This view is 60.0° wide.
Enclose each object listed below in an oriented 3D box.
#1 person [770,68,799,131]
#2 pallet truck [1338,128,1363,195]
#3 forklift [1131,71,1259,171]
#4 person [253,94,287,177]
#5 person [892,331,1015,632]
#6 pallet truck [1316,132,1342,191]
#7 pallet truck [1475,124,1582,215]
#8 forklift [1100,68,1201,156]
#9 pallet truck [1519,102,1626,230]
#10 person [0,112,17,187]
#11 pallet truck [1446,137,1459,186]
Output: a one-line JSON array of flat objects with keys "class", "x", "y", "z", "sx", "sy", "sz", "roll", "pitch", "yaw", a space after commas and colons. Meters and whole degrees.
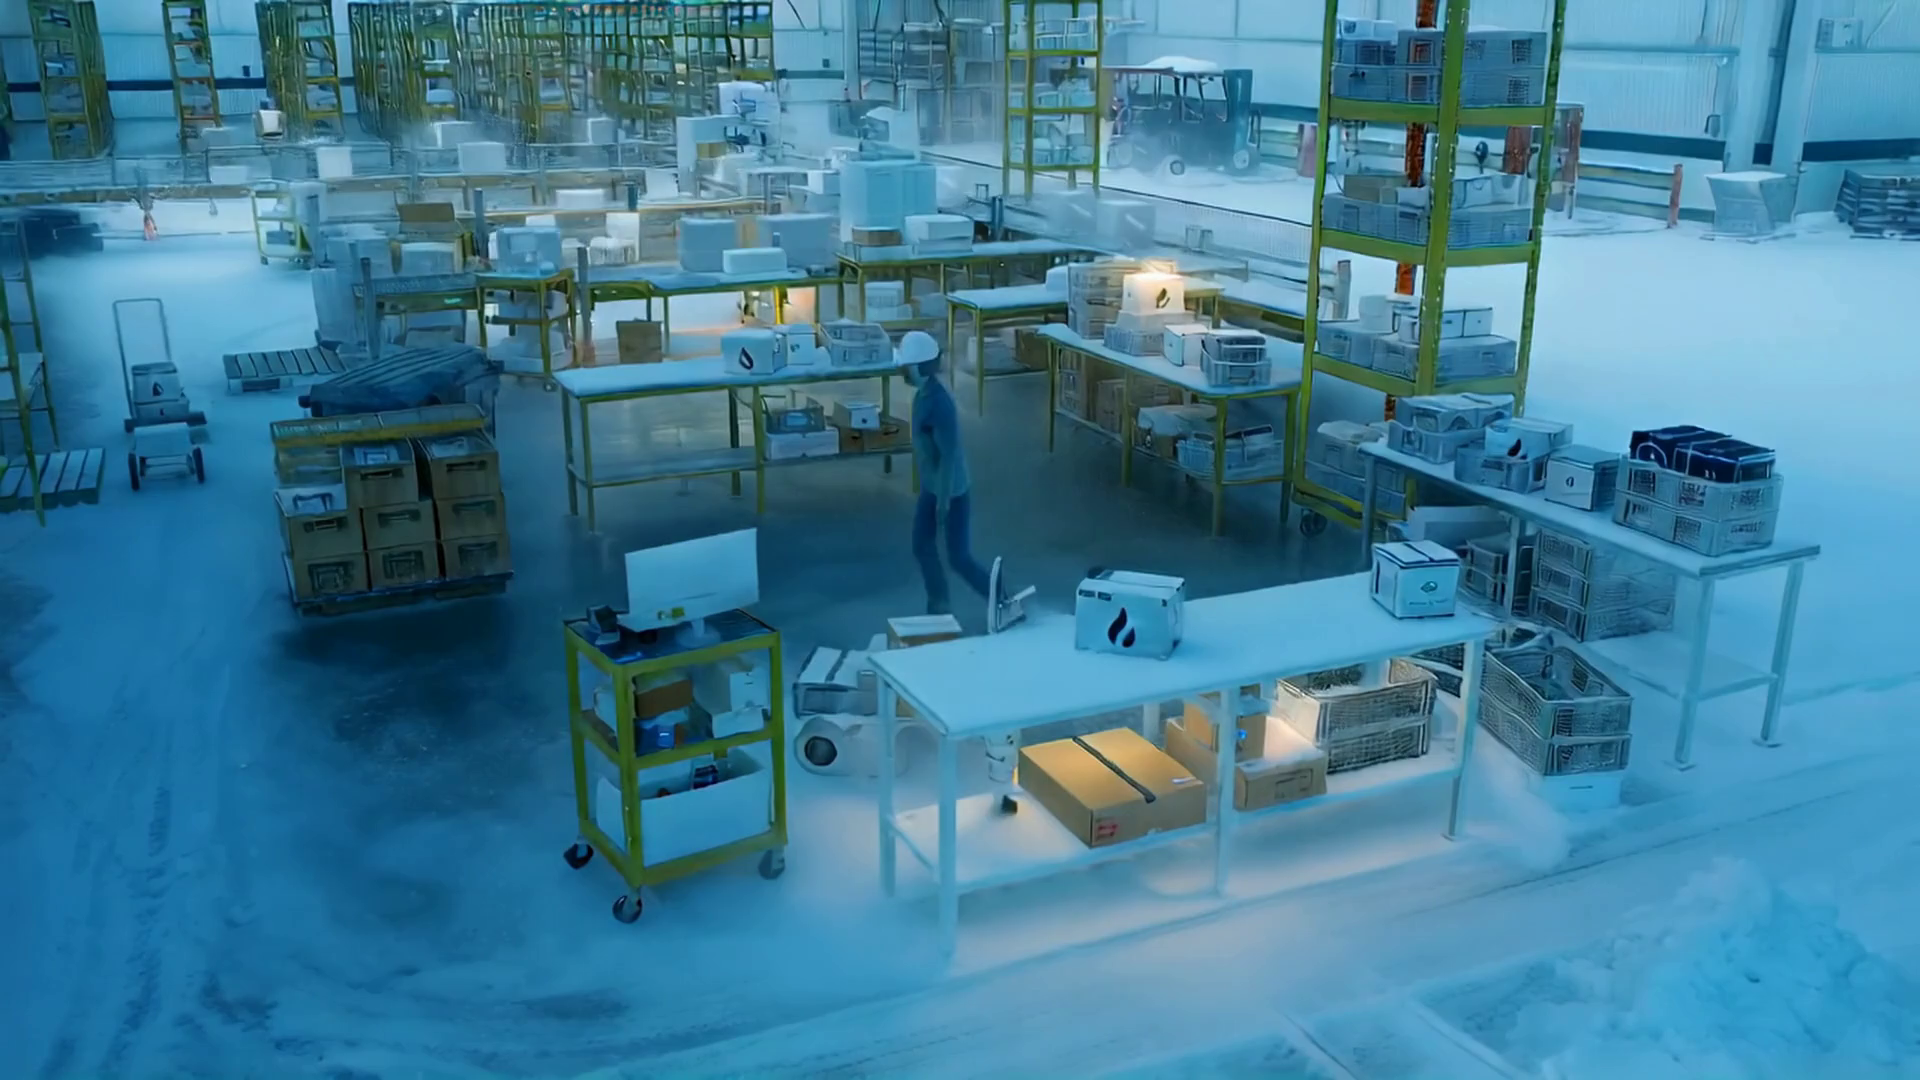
[{"class": "person", "x": -5.184, "y": -12.805, "z": 48.411, "sx": 0.903, "sy": 1.815, "sz": 0.576, "roll": -10, "pitch": 20, "yaw": -29}, {"class": "pallet truck", "x": 7.845, "y": -7.140, "z": 31.411, "sx": 1.522, "sy": 1.261, "sz": 0.704, "roll": -9, "pitch": 20, "yaw": -25}, {"class": "forklift", "x": 4.998, "y": -8.936, "z": 35.413, "sx": 2.680, "sy": 1.987, "sz": 1.157, "roll": -9, "pitch": 20, "yaw": -25}, {"class": "person", "x": -13.448, "y": -7.758, "z": 32.474, "sx": 0.591, "sy": 1.834, "sz": 0.404, "roll": -10, "pitch": 20, "yaw": -29}, {"class": "person", "x": -0.035, "y": -0.285, "z": 9.094, "sx": 0.647, "sy": 1.734, "sz": 0.539, "roll": -6, "pitch": 18, "yaw": -18}, {"class": "pallet truck", "x": 7.723, "y": -7.504, "z": 32.656, "sx": 1.601, "sy": 1.201, "sz": 0.680, "roll": -8, "pitch": 19, "yaw": -23}, {"class": "pallet truck", "x": 9.707, "y": -6.455, "z": 28.103, "sx": 1.885, "sy": 1.965, "sz": 0.823, "roll": -7, "pitch": 19, "yaw": -20}, {"class": "forklift", "x": 4.082, "y": -9.564, "z": 37.410, "sx": 2.680, "sy": 1.987, "sz": 1.157, "roll": -8, "pitch": 19, "yaw": -23}, {"class": "pallet truck", "x": 9.972, "y": -6.037, "z": 26.785, "sx": 1.885, "sy": 1.965, "sz": 0.823, "roll": -9, "pitch": 20, "yaw": -25}, {"class": "person", "x": -18.938, "y": -7.848, "z": 32.667, "sx": 0.565, "sy": 1.890, "sz": 0.649, "roll": -6, "pitch": 19, "yaw": -18}, {"class": "pallet truck", "x": 9.184, "y": -6.485, "z": 29.328, "sx": 1.630, "sy": 1.274, "sz": 0.653, "roll": -8, "pitch": 19, "yaw": -23}]
